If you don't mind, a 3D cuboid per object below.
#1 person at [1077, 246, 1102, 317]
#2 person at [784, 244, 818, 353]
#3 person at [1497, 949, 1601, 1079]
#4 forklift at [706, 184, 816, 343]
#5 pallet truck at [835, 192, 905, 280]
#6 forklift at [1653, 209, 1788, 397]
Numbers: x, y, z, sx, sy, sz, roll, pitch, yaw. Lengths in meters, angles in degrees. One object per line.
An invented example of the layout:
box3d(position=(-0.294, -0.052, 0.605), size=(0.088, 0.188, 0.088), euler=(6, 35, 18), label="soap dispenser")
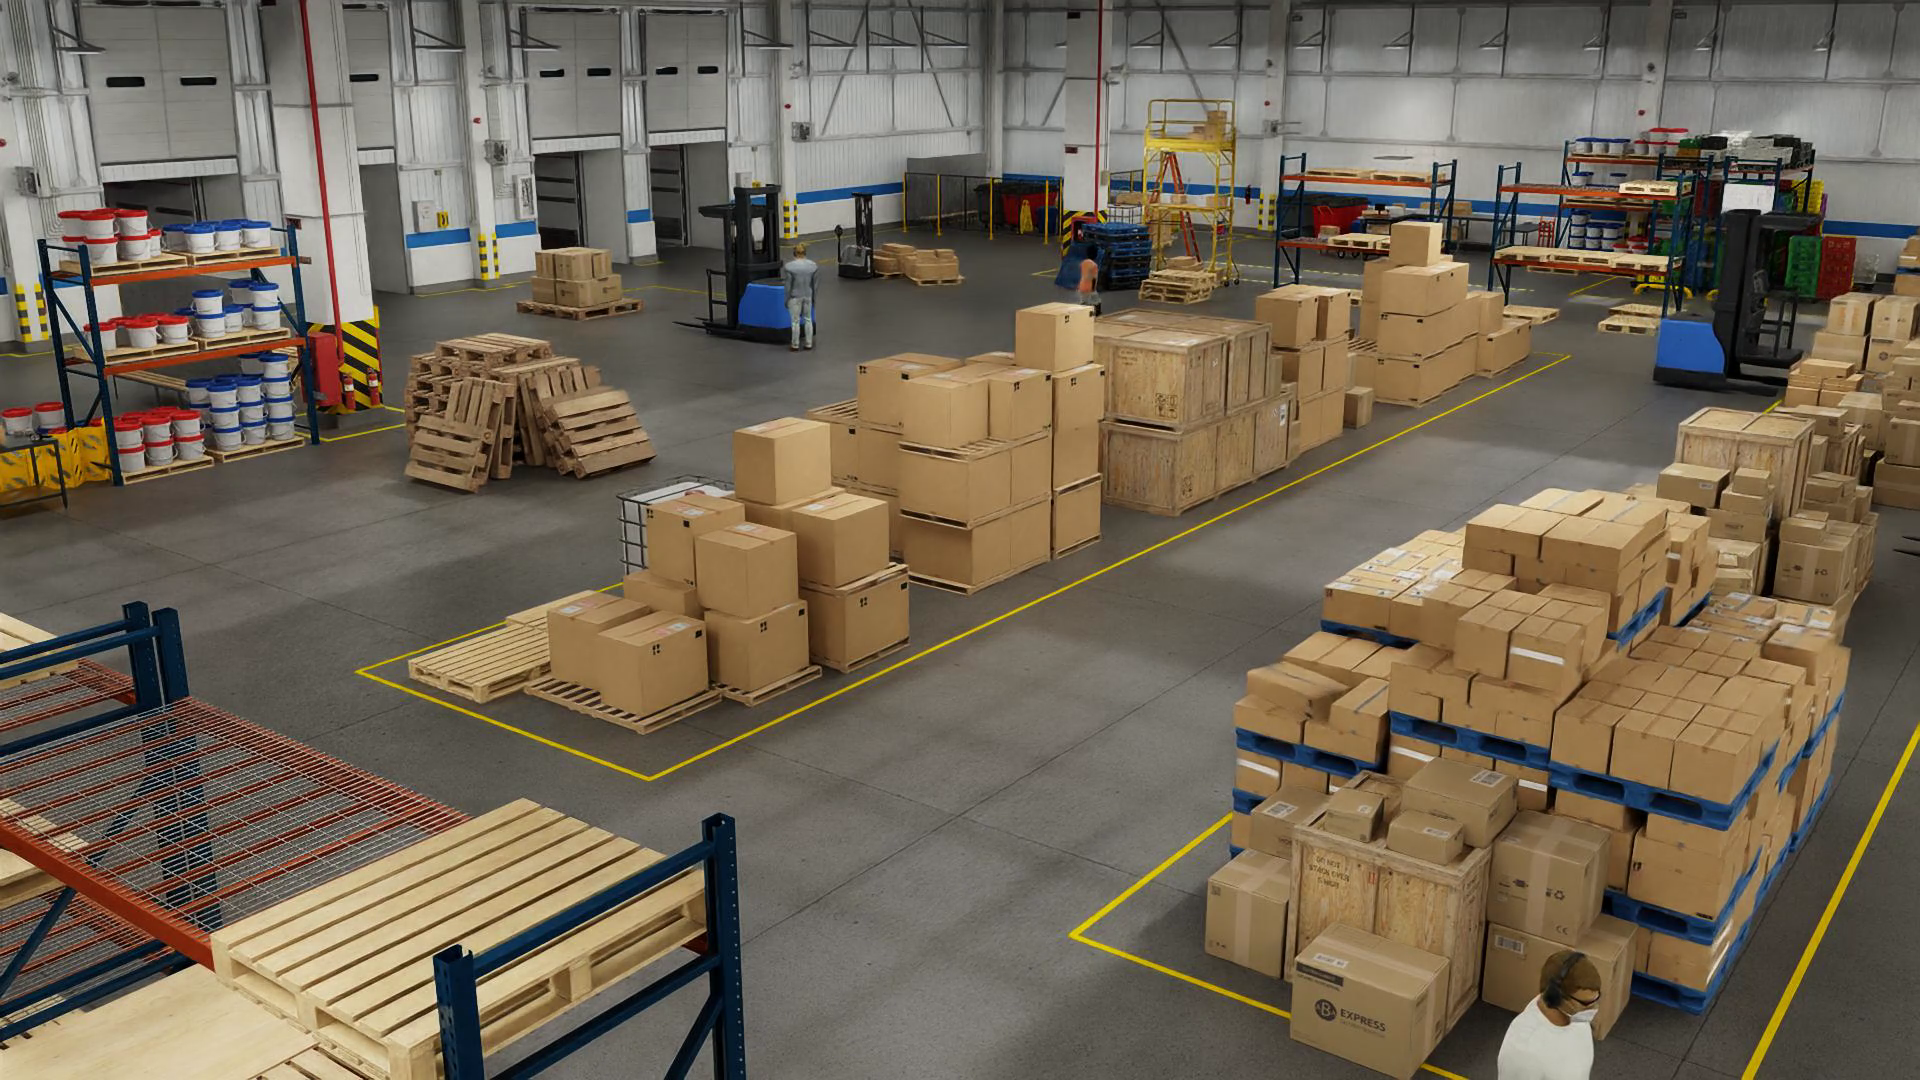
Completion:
box3d(position=(2.553, -4.762, 31.614), size=(0.836, 1.660, 0.546), euler=(-9, 19, -28), label="person")
box3d(position=(-2.831, -4.308, 29.667), size=(0.639, 1.928, 0.369), euler=(-9, 19, -27), label="person")
box3d(position=(2.408, 2.560, 6.911), size=(0.372, 1.934, 0.627), euler=(13, 21, 37), label="person")
box3d(position=(-3.717, -5.181, 30.929), size=(1.873, 2.768, 1.129), euler=(12, 21, 35), label="forklift")
box3d(position=(-1.936, -7.159, 38.982), size=(1.885, 1.965, 0.823), euler=(-12, 21, -34), label="pallet truck")
box3d(position=(12.271, -3.827, 26.446), size=(1.873, 2.768, 1.129), euler=(12, 21, 35), label="forklift")
